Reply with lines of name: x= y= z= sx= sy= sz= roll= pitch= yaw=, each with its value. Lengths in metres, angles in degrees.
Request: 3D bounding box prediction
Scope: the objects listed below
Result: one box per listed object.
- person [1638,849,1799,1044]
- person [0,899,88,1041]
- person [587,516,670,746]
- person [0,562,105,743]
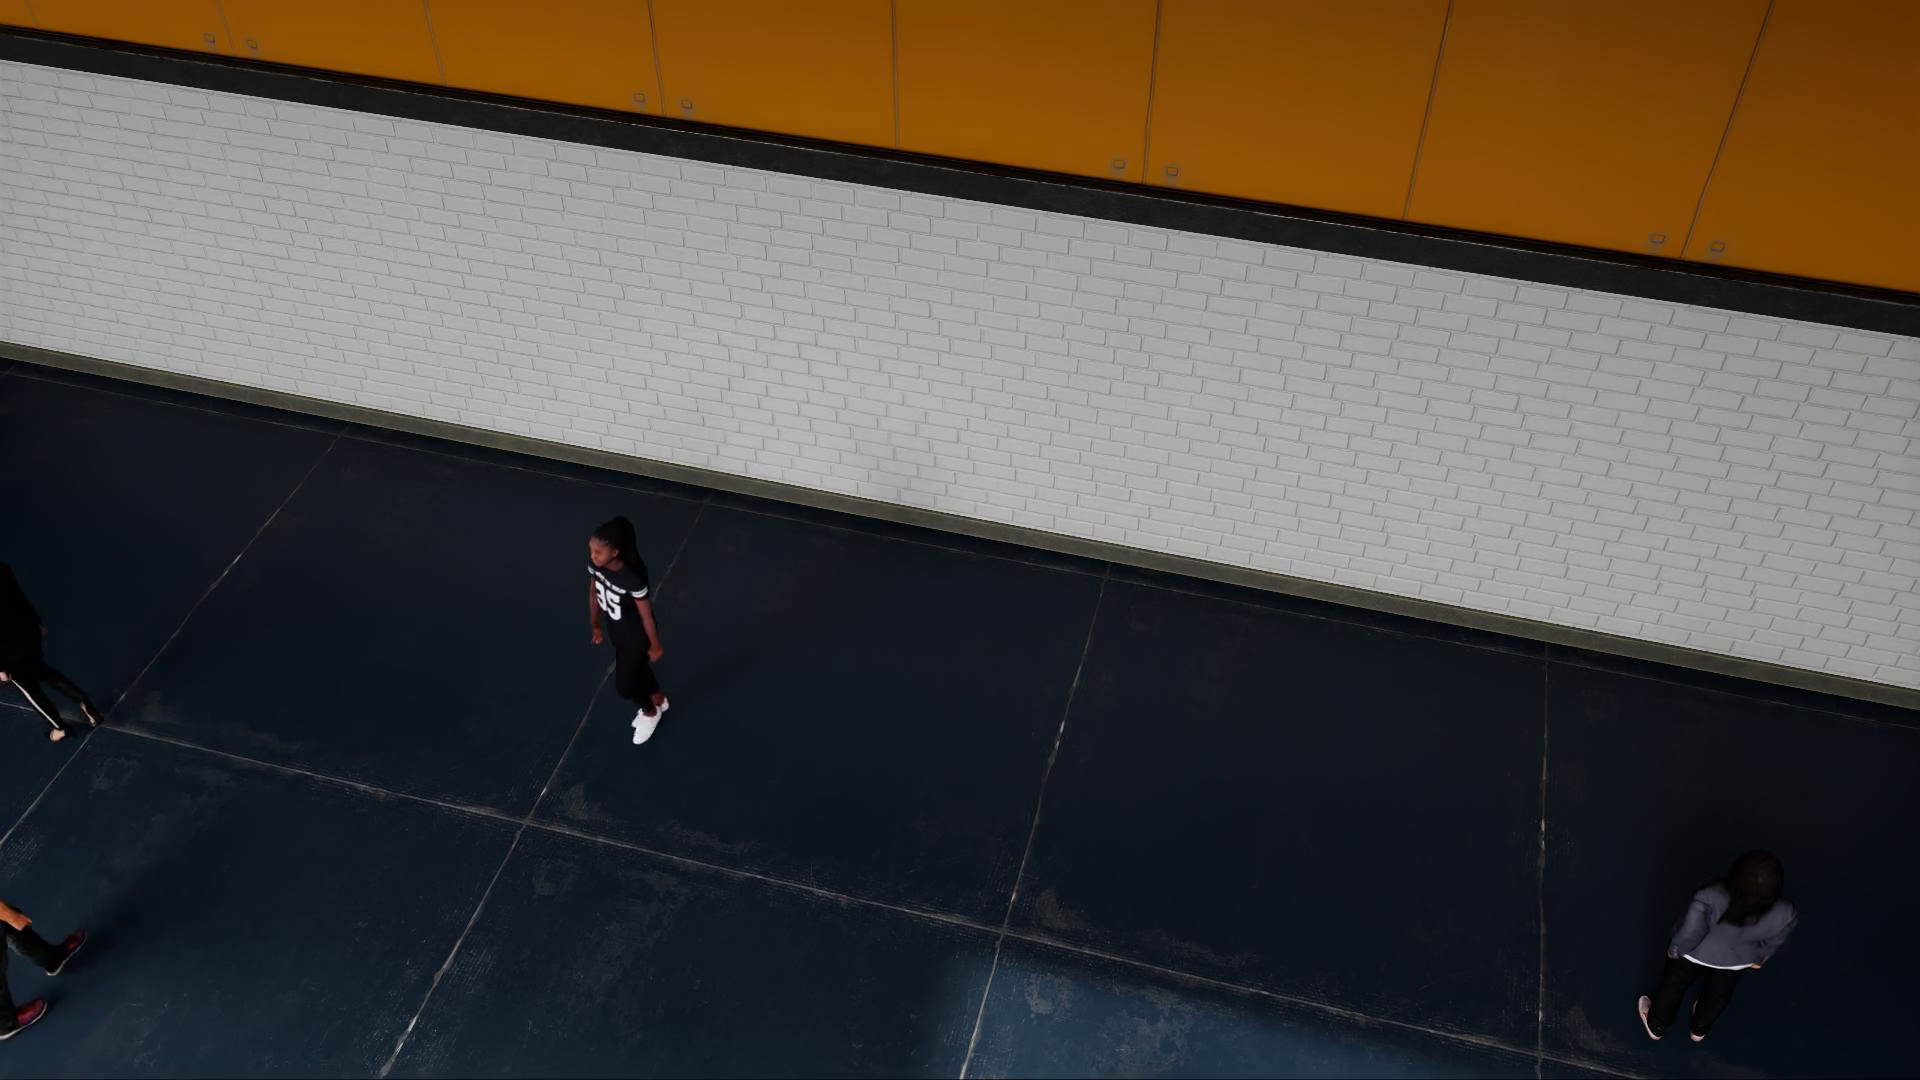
person: x=3.909 y=2.093 z=8.598 sx=0.693 sy=1.597 sz=0.681 roll=6 pitch=44 yaw=6
person: x=-5.183 y=1.991 z=8.567 sx=0.849 sy=1.789 sz=1.007 roll=25 pitch=49 yaw=24
person: x=-1.957 y=0.515 z=10.169 sx=0.749 sy=1.716 sz=0.784 roll=30 pitch=51 yaw=28
person: x=-5.605 y=0.662 z=10.030 sx=0.721 sy=1.695 sz=0.677 roll=6 pitch=44 yaw=6
